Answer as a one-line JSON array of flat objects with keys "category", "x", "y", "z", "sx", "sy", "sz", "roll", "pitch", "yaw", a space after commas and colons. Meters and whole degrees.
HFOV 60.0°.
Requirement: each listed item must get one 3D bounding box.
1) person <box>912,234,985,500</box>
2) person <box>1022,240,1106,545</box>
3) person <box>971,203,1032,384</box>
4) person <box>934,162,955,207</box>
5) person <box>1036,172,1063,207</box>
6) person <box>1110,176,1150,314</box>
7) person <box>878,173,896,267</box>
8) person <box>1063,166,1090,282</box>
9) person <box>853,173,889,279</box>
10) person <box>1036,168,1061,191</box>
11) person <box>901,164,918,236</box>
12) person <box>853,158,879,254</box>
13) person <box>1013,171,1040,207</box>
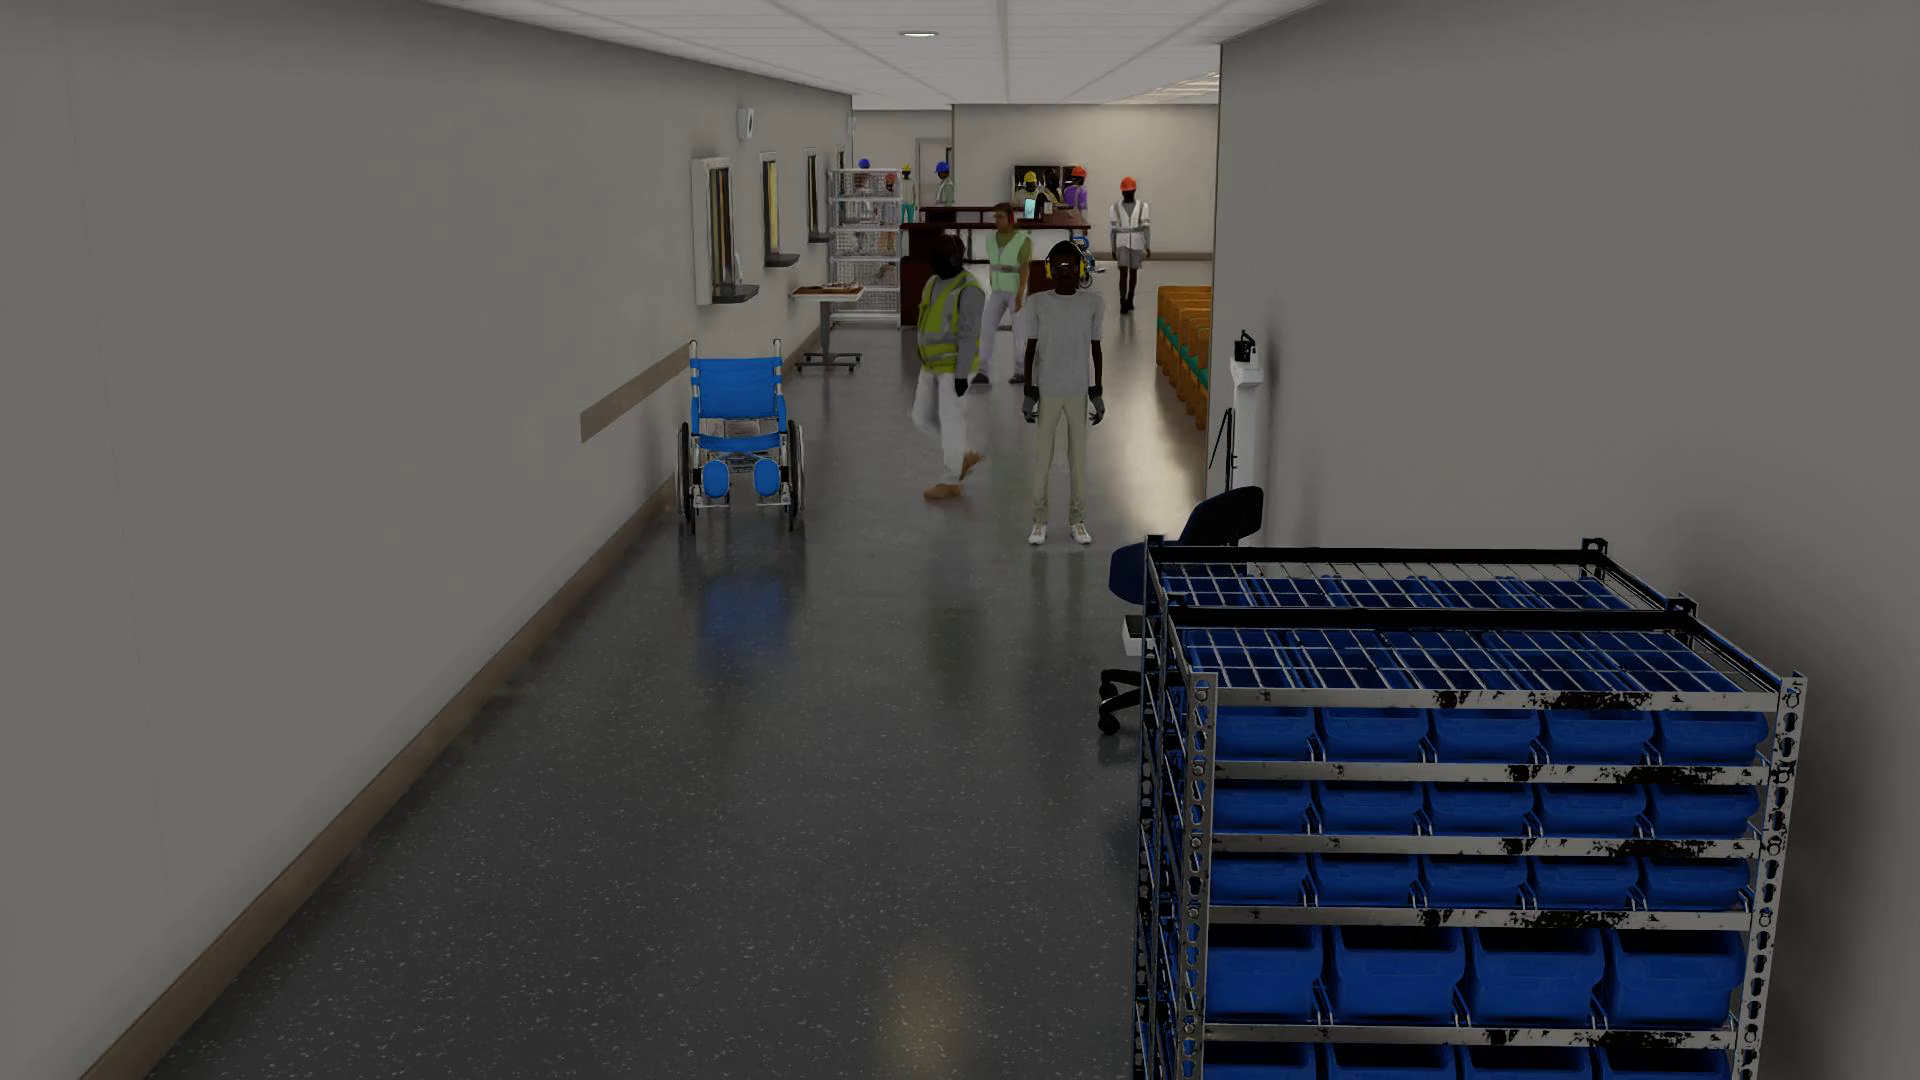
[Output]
[{"category": "person", "x": -0.072, "y": -1.196, "z": 11.517, "sx": 0.463, "sy": 1.826, "sz": 0.638, "roll": -9, "pitch": 16, "yaw": -31}, {"category": "person", "x": 0.637, "y": -0.894, "z": 10.207, "sx": 0.516, "sy": 1.872, "sz": 0.327, "roll": -1, "pitch": 14, "yaw": -2}, {"category": "person", "x": 0.410, "y": -2.430, "z": 16.572, "sx": 0.573, "sy": 1.812, "sz": 0.841, "roll": 10, "pitch": 17, "yaw": 36}, {"category": "person", "x": -0.288, "y": -6.130, "z": 31.309, "sx": 0.394, "sy": 1.943, "sz": 0.602, "roll": -3, "pitch": 14, "yaw": -12}, {"category": "person", "x": 1.536, "y": -5.287, "z": 28.132, "sx": 0.433, "sy": 1.836, "sz": 0.617, "roll": 10, "pitch": 17, "yaw": 35}, {"category": "person", "x": 2.387, "y": -4.159, "z": 23.438, "sx": 0.562, "sy": 1.898, "sz": 0.980, "roll": 1, "pitch": 14, "yaw": 2}, {"category": "person", "x": -1.321, "y": -6.014, "z": 31.234, "sx": 0.339, "sy": 1.747, "sz": 0.564, "roll": 12, "pitch": 19, "yaw": 41}, {"category": "person", "x": 1.973, "y": -5.318, "z": 28.025, "sx": 0.373, "sy": 1.935, "sz": 0.552, "roll": -10, "pitch": 17, "yaw": -35}, {"category": "person", "x": -1.675, "y": -5.418, "z": 28.606, "sx": 0.886, "sy": 1.855, "sz": 0.582, "roll": 6, "pitch": 15, "yaw": 21}, {"category": "person", "x": 1.580, "y": -5.722, "z": 29.838, "sx": 0.499, "sy": 1.860, "sz": 0.339, "roll": 5, "pitch": 15, "yaw": 20}, {"category": "person", "x": -1.214, "y": -7.592, "z": 37.600, "sx": 0.525, "sy": 1.772, "sz": 0.309, "roll": -2, "pitch": 14, "yaw": -8}, {"category": "person", "x": -1.963, "y": -6.904, "z": 34.437, "sx": 0.603, "sy": 1.949, "sz": 0.389, "roll": 5, "pitch": 15, "yaw": 19}, {"category": "person", "x": 1.211, "y": -5.439, "z": 28.756, "sx": 0.596, "sy": 1.828, "sz": 0.403, "roll": -5, "pitch": 15, "yaw": -20}]
